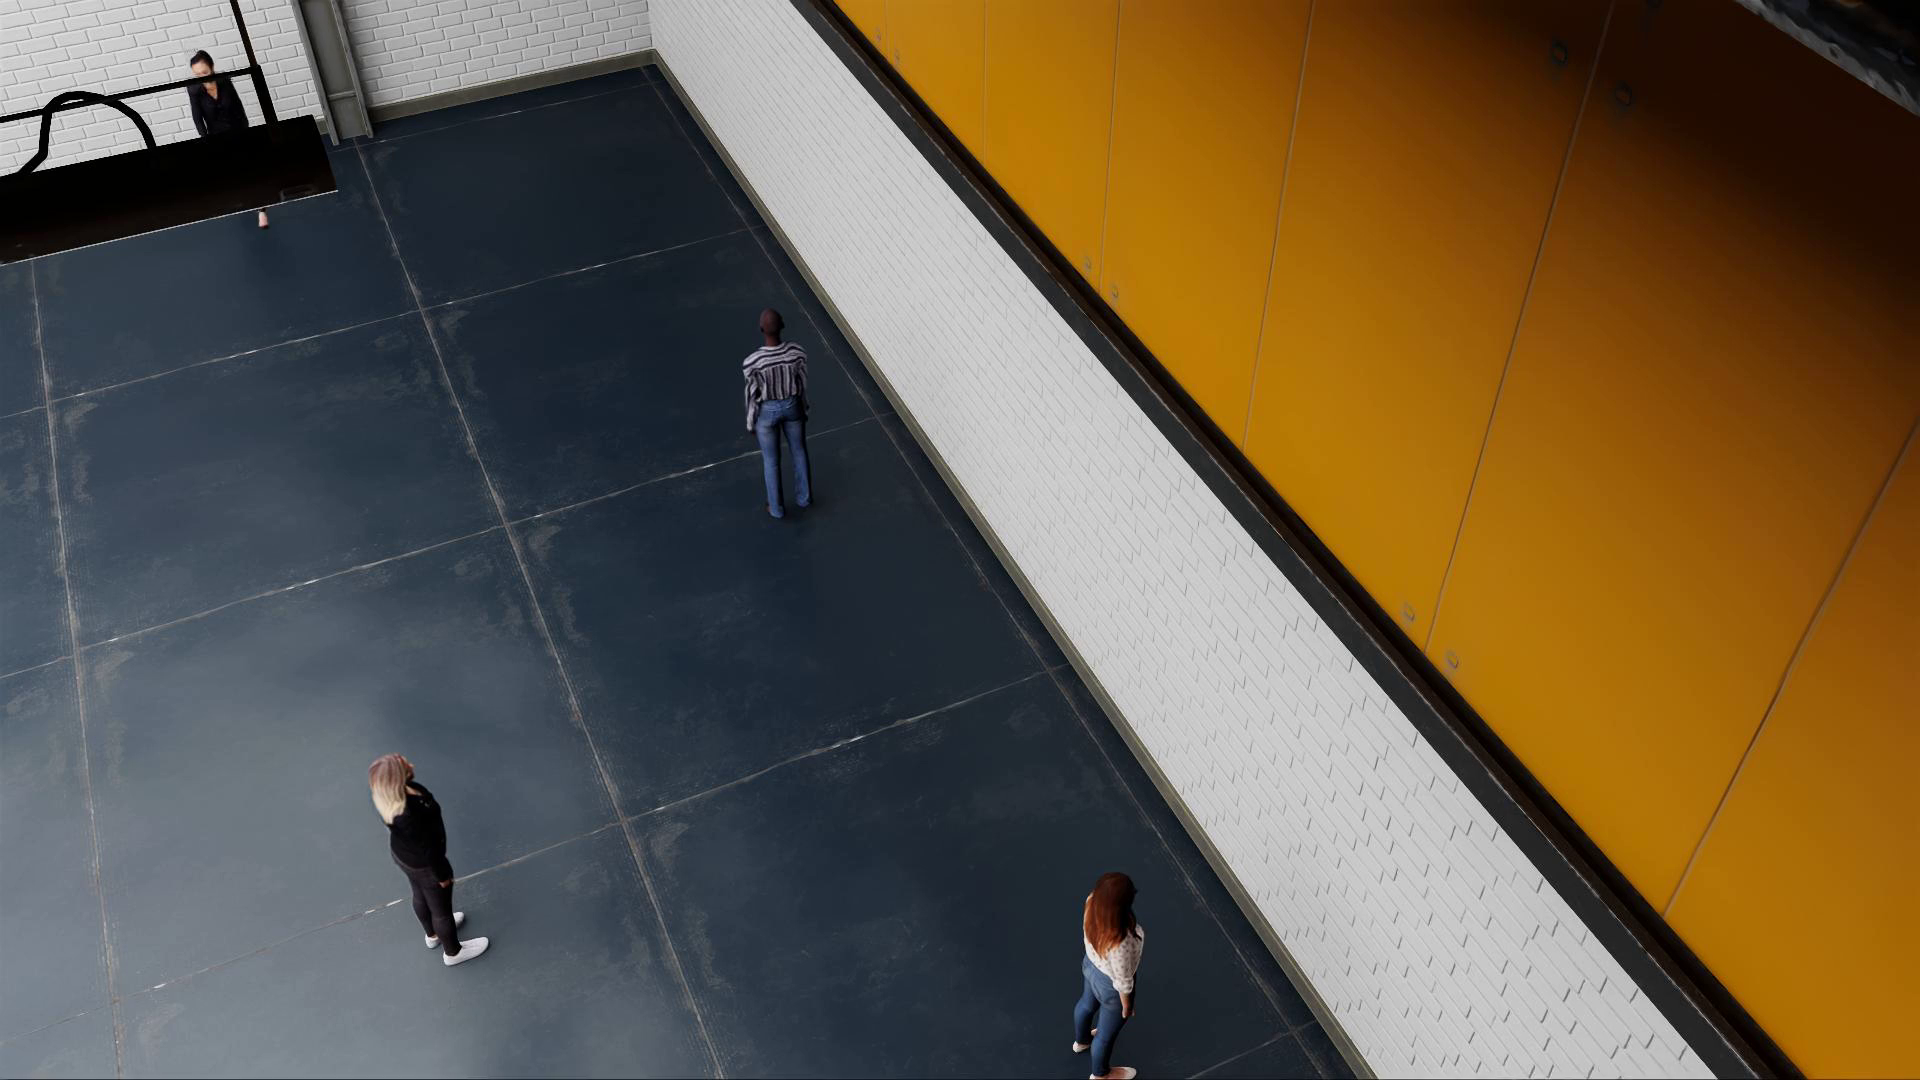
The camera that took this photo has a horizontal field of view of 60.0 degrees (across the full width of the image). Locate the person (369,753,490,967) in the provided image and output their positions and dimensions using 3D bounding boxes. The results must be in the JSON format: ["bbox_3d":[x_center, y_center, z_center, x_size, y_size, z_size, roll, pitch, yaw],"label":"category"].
[{"bbox_3d":[-2.988,1.757,9.191,0.641,1.685,0.678,-33,53,-30],"label":"person"}]

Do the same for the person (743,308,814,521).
[{"bbox_3d":[-1.284,-0.884,11.885,0.474,1.793,0.686,-20,47,-20],"label":"person"}]

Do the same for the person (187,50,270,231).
[{"bbox_3d":[-6.552,-3.614,14.851,1.011,1.654,0.768,-29,51,-27],"label":"person"}]

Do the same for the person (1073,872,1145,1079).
[{"bbox_3d":[0.762,2.263,8.637,0.515,1.717,0.585,-15,46,-15],"label":"person"}]
